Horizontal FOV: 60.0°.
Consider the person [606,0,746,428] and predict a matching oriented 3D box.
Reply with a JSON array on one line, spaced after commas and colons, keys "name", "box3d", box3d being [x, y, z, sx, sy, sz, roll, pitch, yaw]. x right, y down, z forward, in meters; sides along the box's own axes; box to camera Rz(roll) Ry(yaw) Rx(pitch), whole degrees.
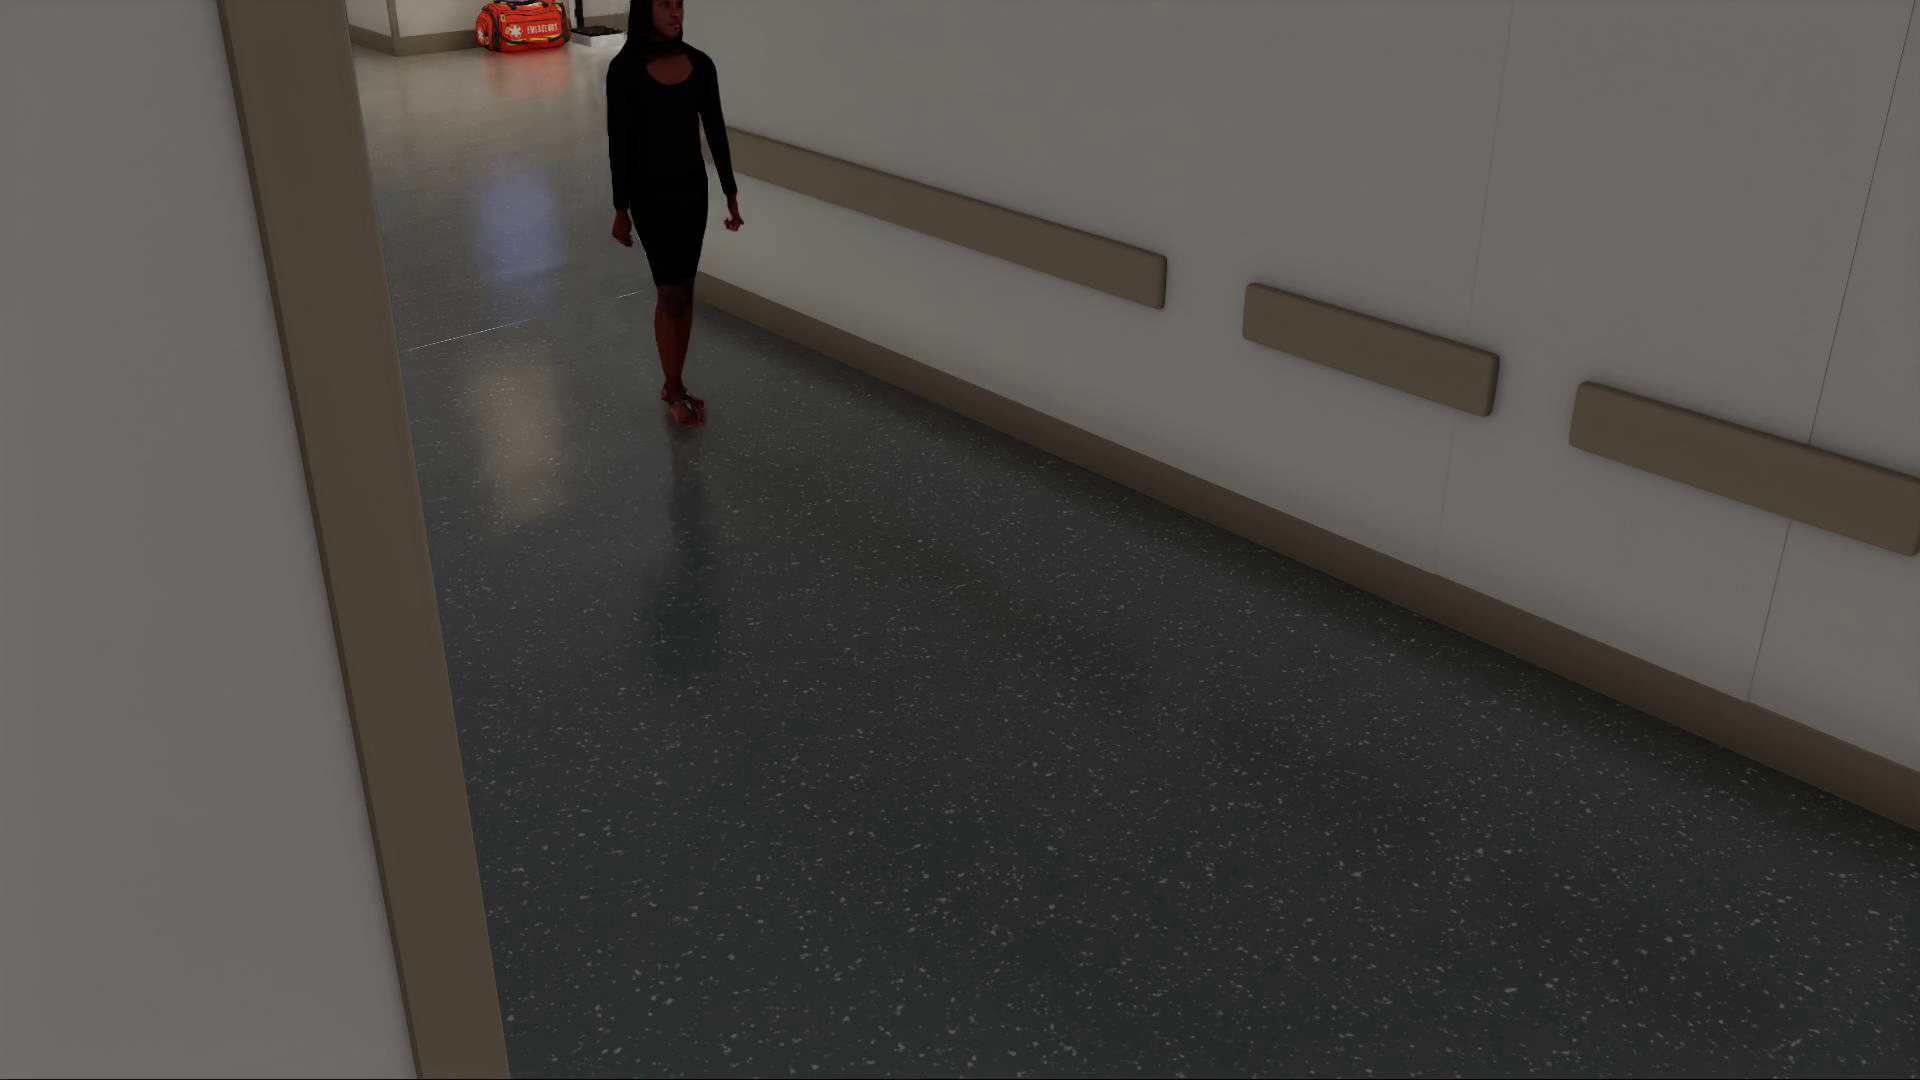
[{"name": "person", "box3d": [-1.175, -1.326, 6.501, 0.597, 1.710, 0.700, -21, 33, -37]}]
